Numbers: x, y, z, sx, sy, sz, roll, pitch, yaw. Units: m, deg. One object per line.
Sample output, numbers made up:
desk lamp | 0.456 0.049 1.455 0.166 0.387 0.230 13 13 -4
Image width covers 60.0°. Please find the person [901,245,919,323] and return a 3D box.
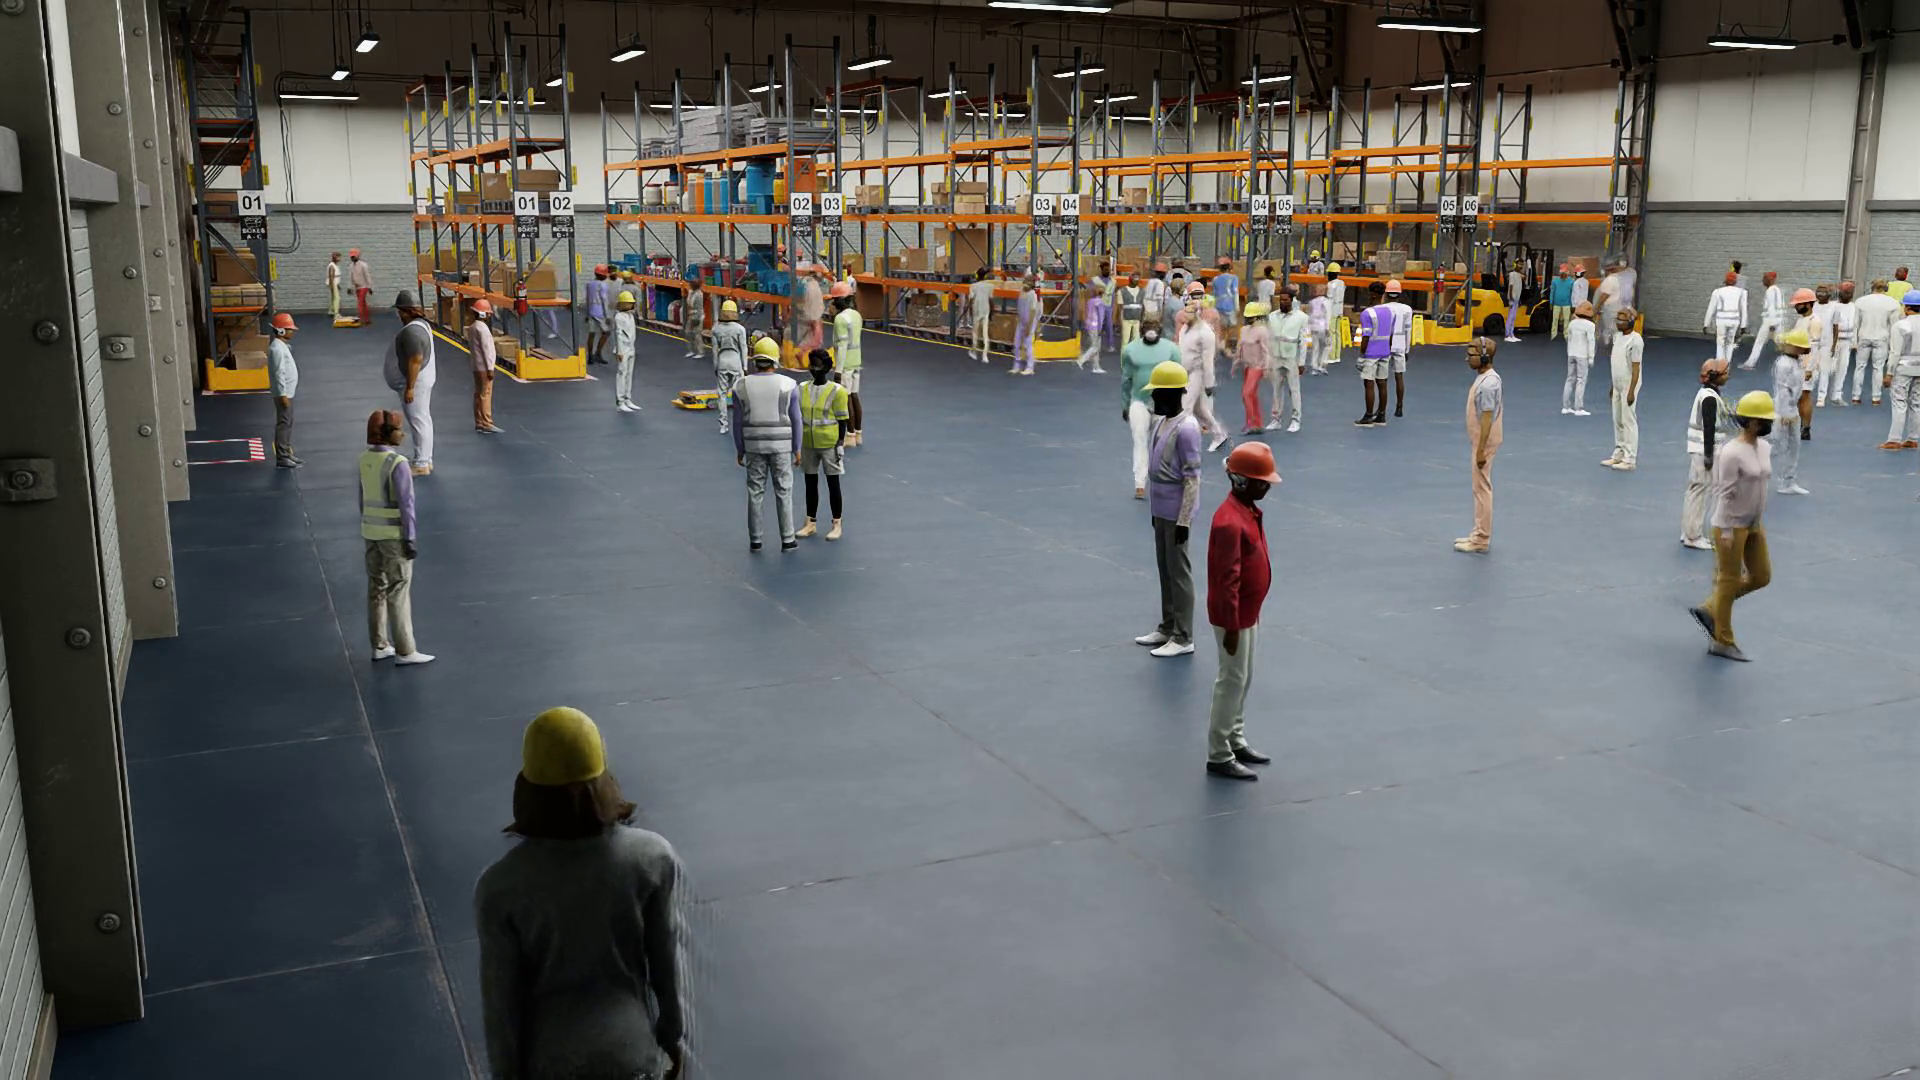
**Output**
person | -1.285 -6.702 43.622 0.627 2.033 0.431 4 12 18

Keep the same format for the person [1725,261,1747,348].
person | 16.589 -5.074 35.806 0.550 1.844 0.717 -3 12 -15

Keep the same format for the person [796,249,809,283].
person | -4.997 -8.265 52.296 0.558 1.743 0.354 6 13 29

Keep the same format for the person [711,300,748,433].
person | -3.007 -2.269 21.839 0.484 1.738 0.305 2 11 11

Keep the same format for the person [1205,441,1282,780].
person | 1.445 0.355 8.495 0.354 1.738 0.577 4 12 19

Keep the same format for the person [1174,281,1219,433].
person | 3.085 -2.380 21.770 0.612 1.984 0.403 -1 11 -7

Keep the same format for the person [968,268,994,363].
person | 0.394 -4.369 32.297 0.547 1.819 1.004 -3 11 -13

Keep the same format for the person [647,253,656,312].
person | -8.631 -7.167 46.710 0.336 1.743 0.561 -4 12 -18

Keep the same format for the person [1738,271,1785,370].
person | 14.827 -3.978 30.304 0.996 1.832 0.586 10 15 41

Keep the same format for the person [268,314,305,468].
person | -7.658 -1.696 18.908 0.344 1.744 0.568 -3 12 -16

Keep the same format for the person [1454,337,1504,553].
person | 4.433 -0.808 14.160 0.348 1.839 0.504 3 11 14

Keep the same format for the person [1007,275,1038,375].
person | 1.141 -3.794 29.438 0.597 1.790 0.598 -9 14 -38

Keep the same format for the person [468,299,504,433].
person | -6.254 -2.285 21.877 0.327 1.750 0.561 -8 14 -34

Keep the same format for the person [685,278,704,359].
person | -5.216 -4.379 32.868 0.368 1.602 0.563 -11 15 -43

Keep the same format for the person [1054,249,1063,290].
person | 2.992 -7.957 50.669 0.316 1.769 0.525 3 11 13

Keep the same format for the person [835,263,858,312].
person | -2.349 -4.806 34.440 0.566 1.850 0.389 8 14 36

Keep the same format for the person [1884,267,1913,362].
person | 17.993 -4.319 31.974 0.375 1.843 0.575 -7 13 -31

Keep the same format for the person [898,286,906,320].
person | -1.579 -6.866 45.124 0.328 1.769 0.526 0 11 2

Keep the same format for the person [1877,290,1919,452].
person | 11.455 -2.033 20.101 0.603 1.949 0.384 -3 12 -15

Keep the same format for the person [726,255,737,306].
person | -6.856 -7.685 49.622 0.265 1.632 0.508 7 13 31

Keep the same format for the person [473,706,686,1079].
person | -0.891 1.248 3.993 0.491 1.723 0.714 -4 12 -18

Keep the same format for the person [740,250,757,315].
person | -6.044 -7.325 47.298 0.709 1.841 1.037 -4 12 -19

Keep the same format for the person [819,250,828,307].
person | -4.096 -7.814 49.966 0.328 1.760 0.526 -3 12 -15

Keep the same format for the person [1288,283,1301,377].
person | 5.850 -3.713 29.419 0.314 1.641 0.515 -1 11 -6

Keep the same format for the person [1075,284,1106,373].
person | 2.355 -3.770 29.764 0.557 1.613 0.559 -3 12 -17

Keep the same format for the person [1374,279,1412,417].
person | 6.101 -2.708 23.553 0.542 1.939 0.364 0 11 2

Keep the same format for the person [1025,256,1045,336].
person | 1.783 -5.722 39.025 0.445 1.875 0.677 7 13 32

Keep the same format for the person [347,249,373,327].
person | -15.327 -6.397 42.266 0.624 1.954 0.888 7 13 31

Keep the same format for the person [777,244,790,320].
person | -4.786 -6.949 44.879 0.399 2.035 0.600 -1 11 -5

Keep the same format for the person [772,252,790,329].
person | -4.467 -6.195 41.361 0.655 1.905 0.407 4 12 20

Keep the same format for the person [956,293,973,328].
person | 0.154 -6.292 41.802 0.595 1.925 0.378 -6 13 -27

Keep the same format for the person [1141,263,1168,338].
person | 3.900 -4.566 33.202 0.835 1.880 0.568 -4 12 -19

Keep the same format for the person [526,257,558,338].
person | -9.670 -5.599 38.419 0.987 1.865 0.600 7 13 33

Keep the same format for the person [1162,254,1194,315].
person | 4.501 -4.954 34.709 0.682 2.000 0.535 -2 11 -12

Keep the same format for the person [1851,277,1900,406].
person | 13.694 -2.972 24.937 0.623 1.932 0.373 8 13 34

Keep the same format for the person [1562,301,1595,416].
person | 8.871 -2.595 23.786 0.288 1.626 0.497 -5 12 -22

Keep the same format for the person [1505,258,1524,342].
person | 12.470 -5.385 37.355 0.328 1.865 0.517 9 14 39

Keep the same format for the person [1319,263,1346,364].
person | 7.144 -4.340 31.867 0.356 1.930 0.586 9 14 39

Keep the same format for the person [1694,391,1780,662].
person | 5.020 -0.096 10.749 0.525 1.758 0.444 -7 13 -33
